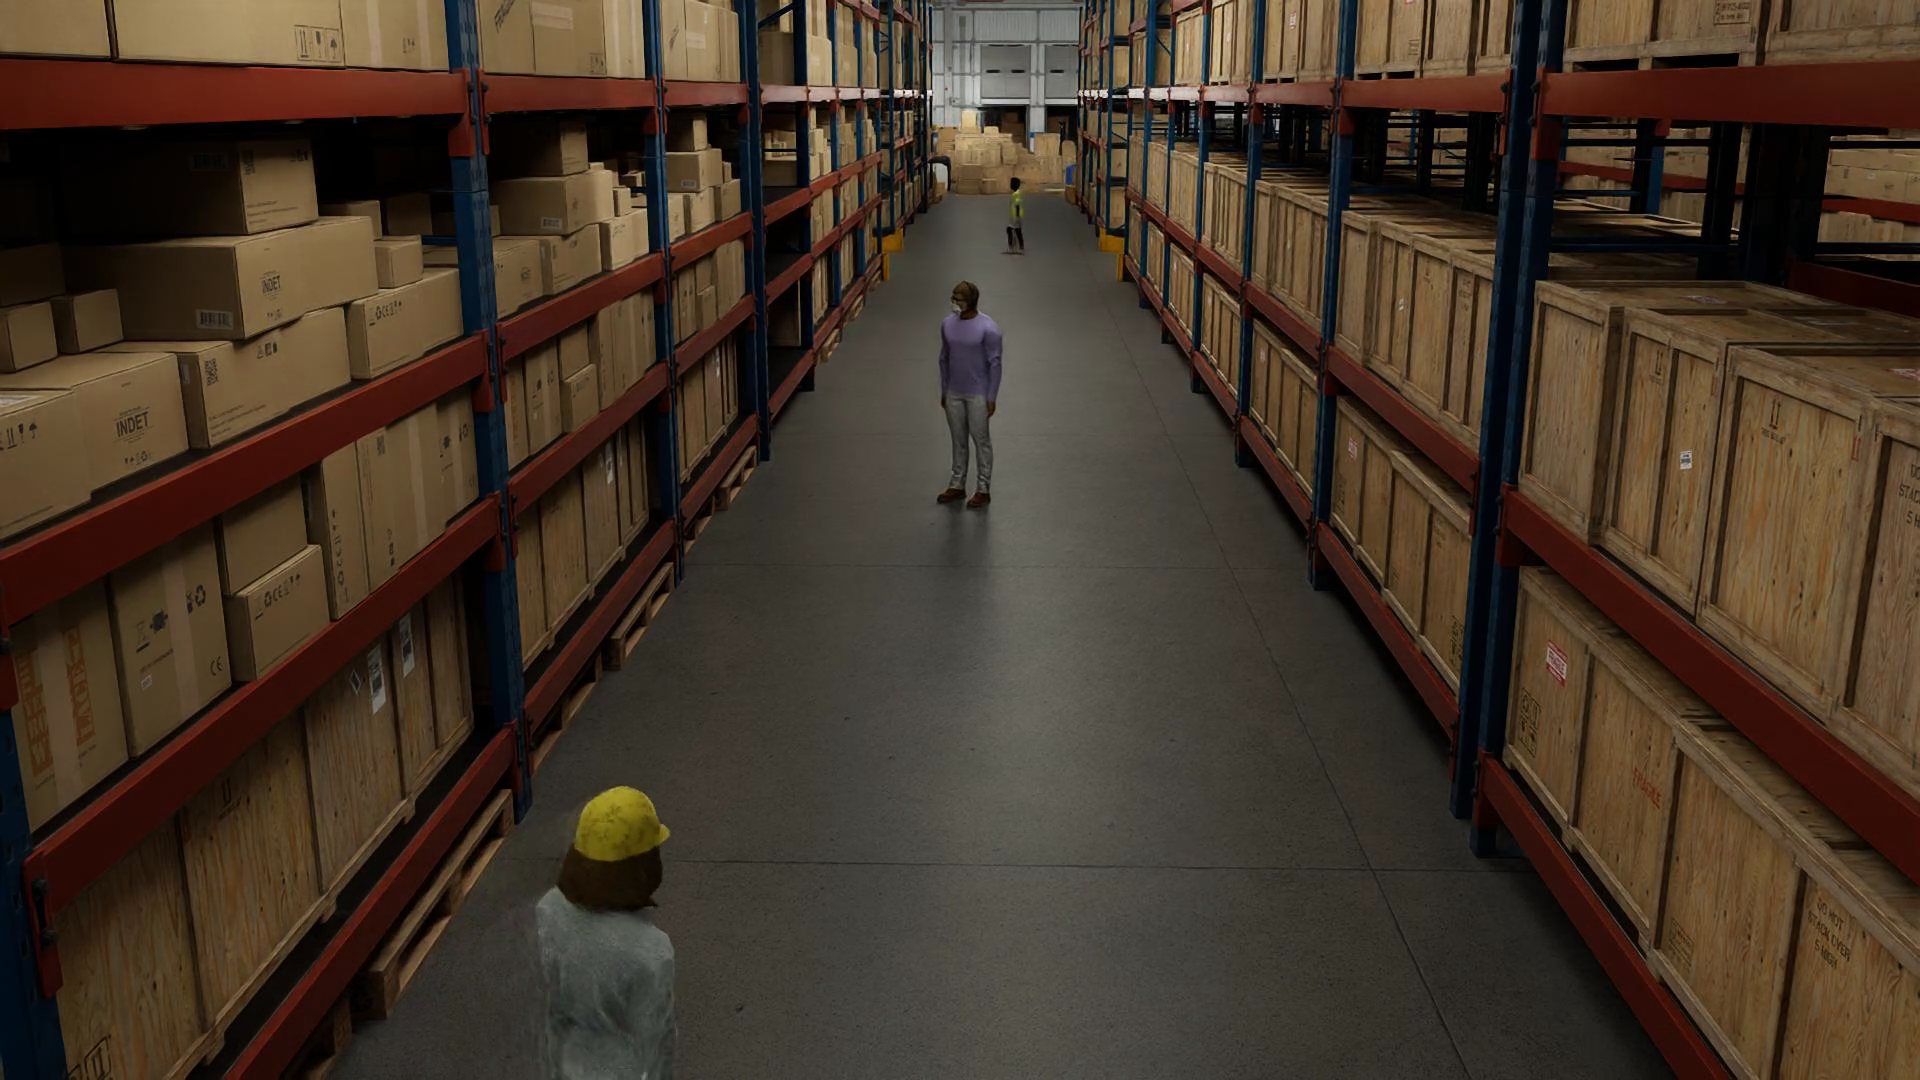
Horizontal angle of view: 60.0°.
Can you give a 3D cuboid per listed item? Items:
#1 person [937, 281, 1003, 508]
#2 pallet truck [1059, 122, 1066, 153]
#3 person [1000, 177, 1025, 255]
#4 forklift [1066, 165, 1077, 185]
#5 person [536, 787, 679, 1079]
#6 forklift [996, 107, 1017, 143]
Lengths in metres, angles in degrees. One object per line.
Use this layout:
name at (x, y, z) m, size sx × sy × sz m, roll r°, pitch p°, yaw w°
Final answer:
person at (0.081, -1.246, 14.218) m, size 0.629 × 1.937 × 0.376 m, roll 12°, pitch 19°, yaw 38°
pallet truck at (5.788, -21.111, 88.014) m, size 1.885 × 1.965 × 0.823 m, roll 5°, pitch 16°, yaw 18°
person at (1.128, -7.094, 36.452) m, size 0.665 × 1.672 × 0.561 m, roll 1°, pitch 15°, yaw 2°
forklift at (4.587, -12.917, 55.851) m, size 1.873 × 2.768 × 1.129 m, roll -8°, pitch 17°, yaw -27°
person at (-0.960, 1.487, 4.455) m, size 0.491 × 1.721 × 0.576 m, roll 9°, pitch 18°, yaw 31°
forklift at (1.956, -19.882, 81.768) m, size 1.873 × 2.768 × 1.129 m, roll 1°, pitch 15°, yaw 4°
